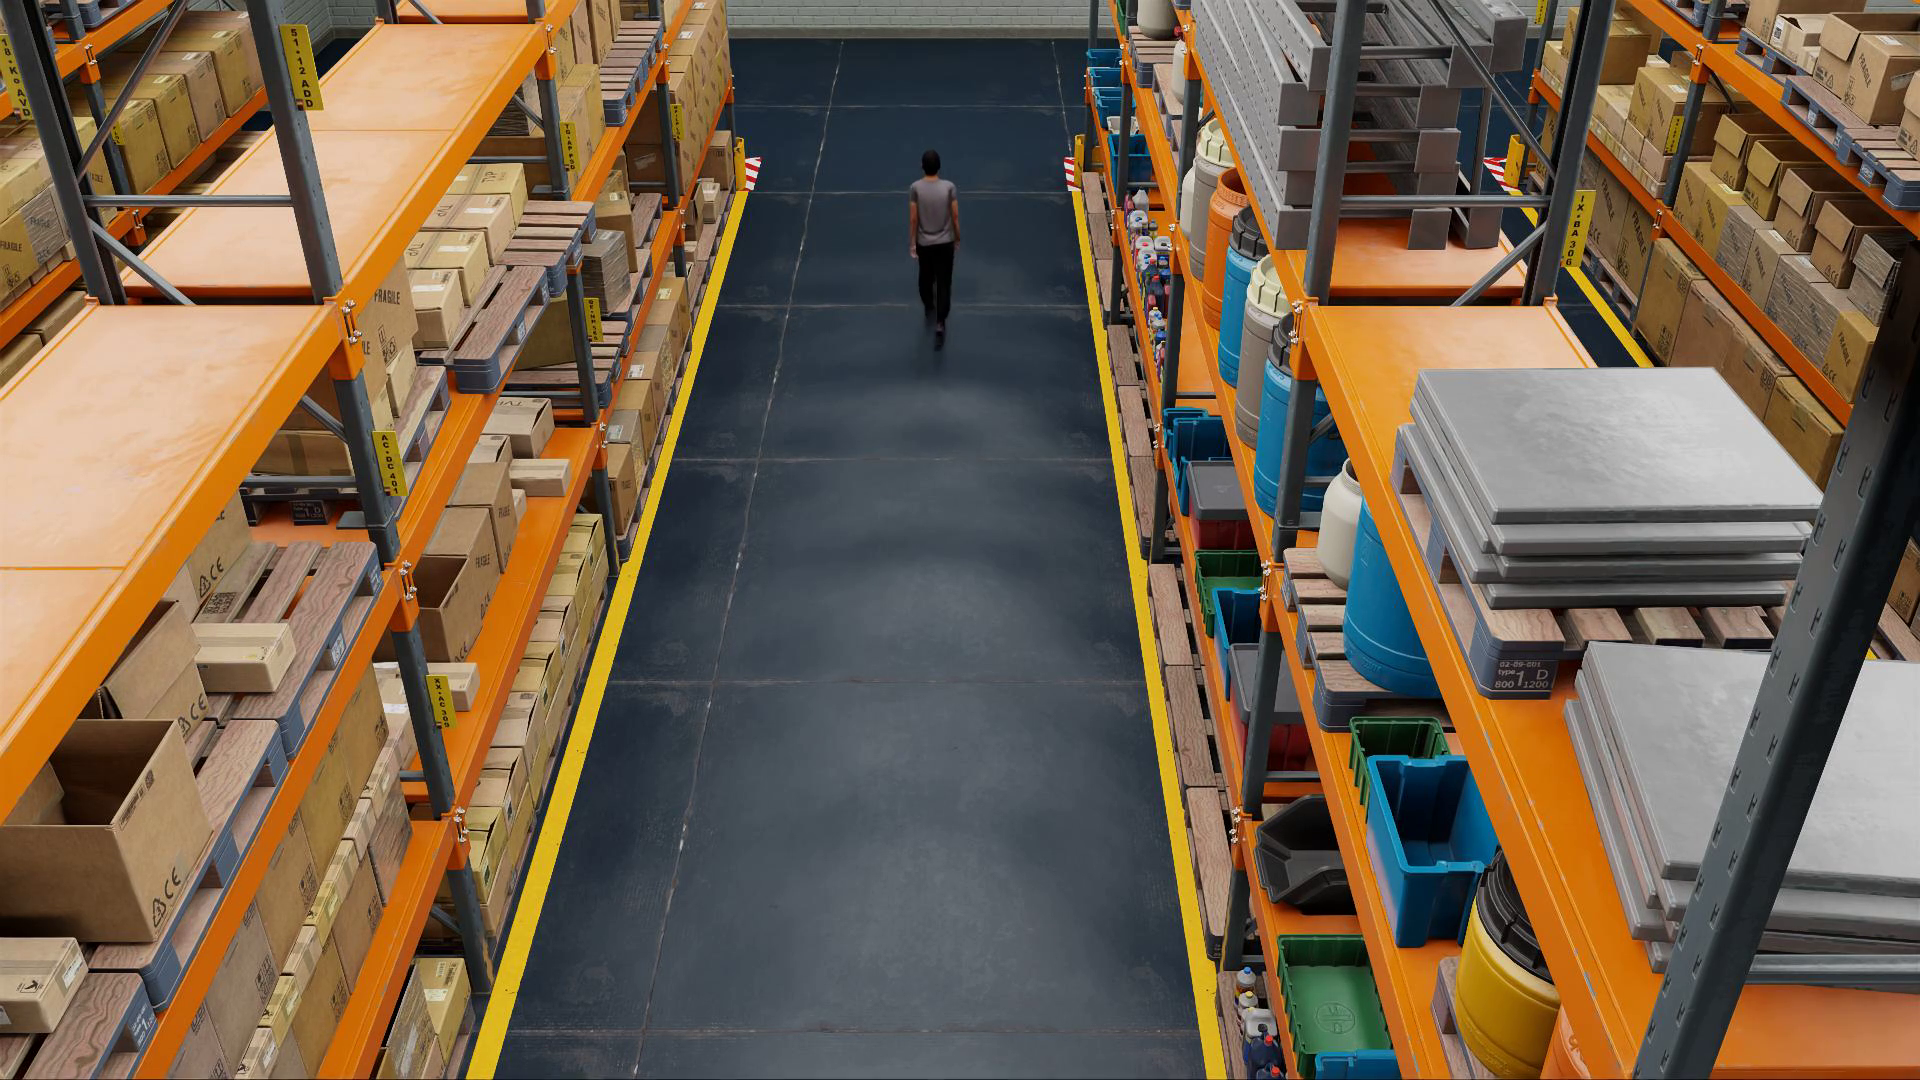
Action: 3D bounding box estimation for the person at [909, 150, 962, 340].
[{"bbox_3d":[-0.229,-2.718,15.376,0.681,1.734,1.137,3,33,4],"label":"person"}]
